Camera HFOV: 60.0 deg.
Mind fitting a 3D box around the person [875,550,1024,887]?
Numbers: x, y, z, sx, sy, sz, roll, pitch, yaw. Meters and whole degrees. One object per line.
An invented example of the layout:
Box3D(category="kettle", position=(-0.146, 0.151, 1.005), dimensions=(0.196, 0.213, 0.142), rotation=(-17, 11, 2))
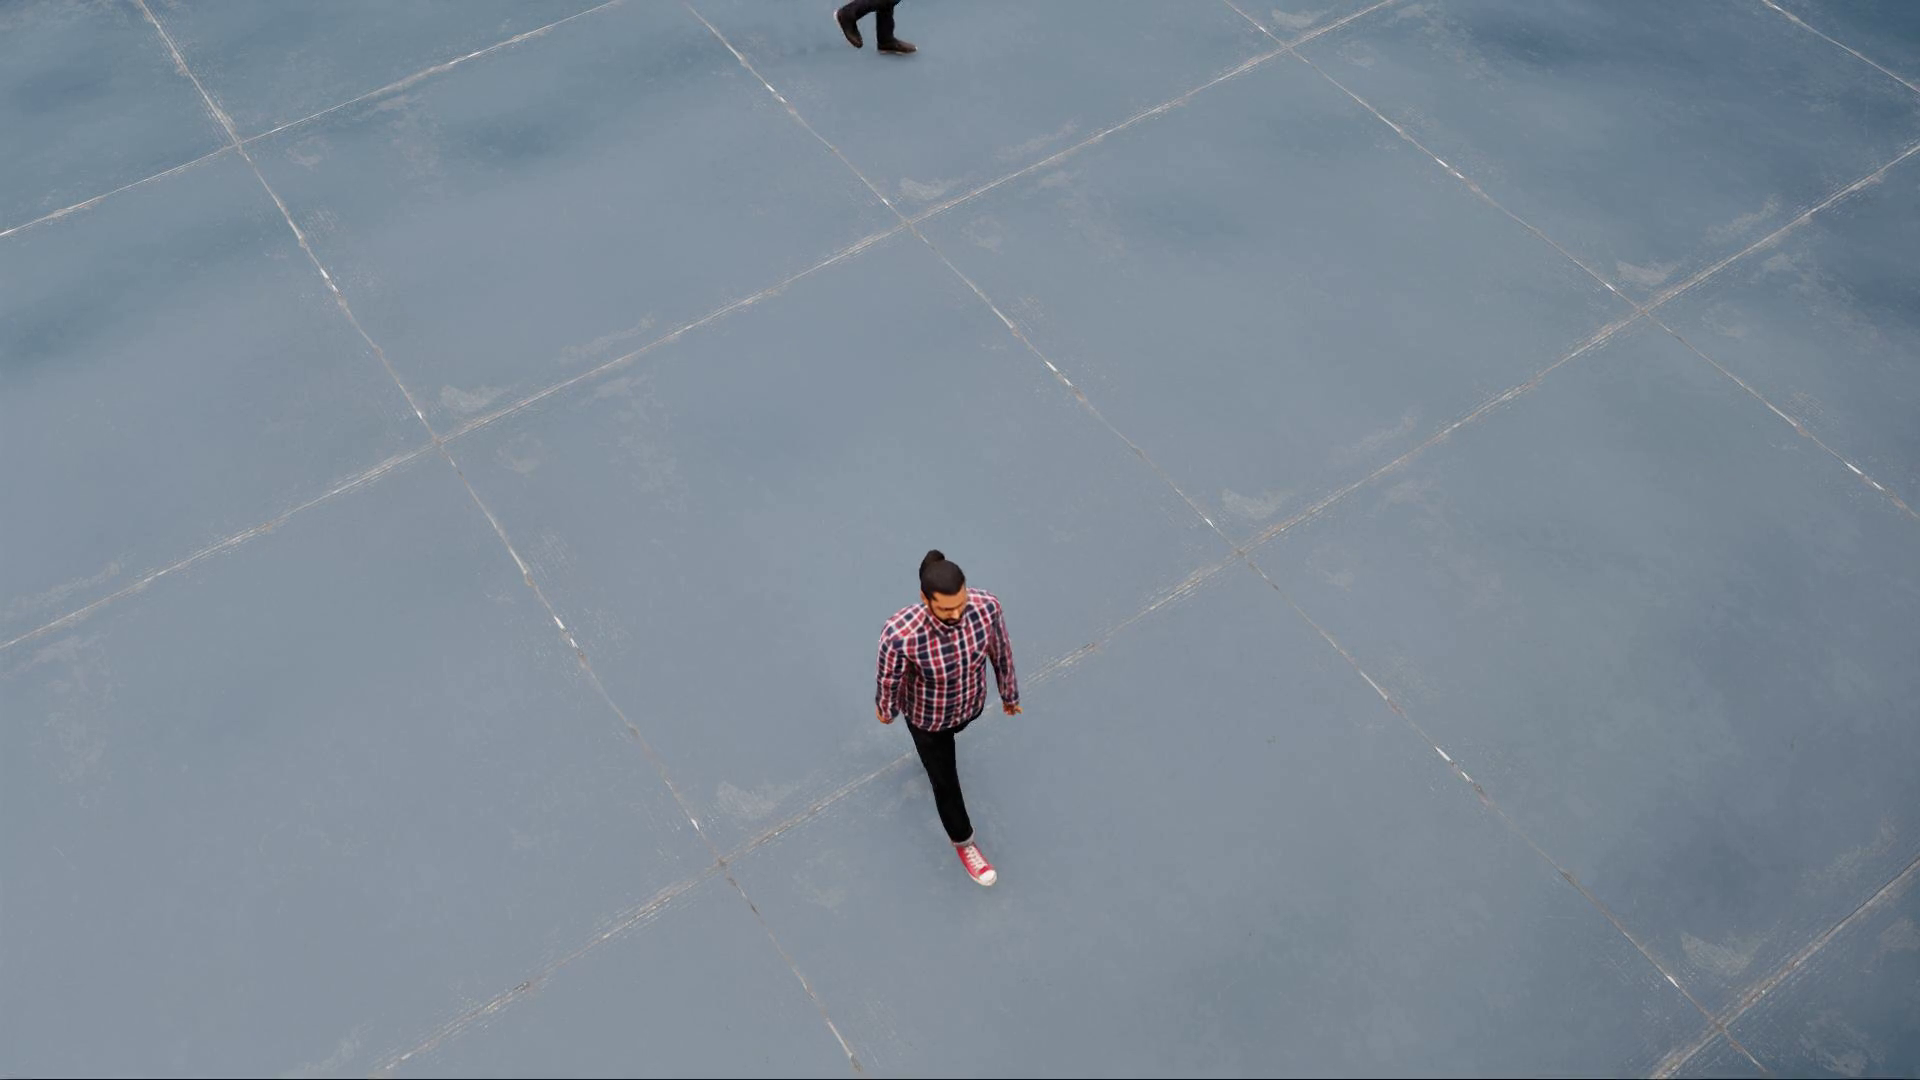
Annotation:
Box3D(category="person", position=(-0.094, 0.594, 6.865), dimensions=(0.778, 1.719, 1.098), rotation=(-24, 56, -18))

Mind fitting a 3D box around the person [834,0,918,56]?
Box3D(category="person", position=(-0.566, -3.751, 10.203), dimensions=(0.935, 1.762, 0.872), rotation=(22, 55, 16))
